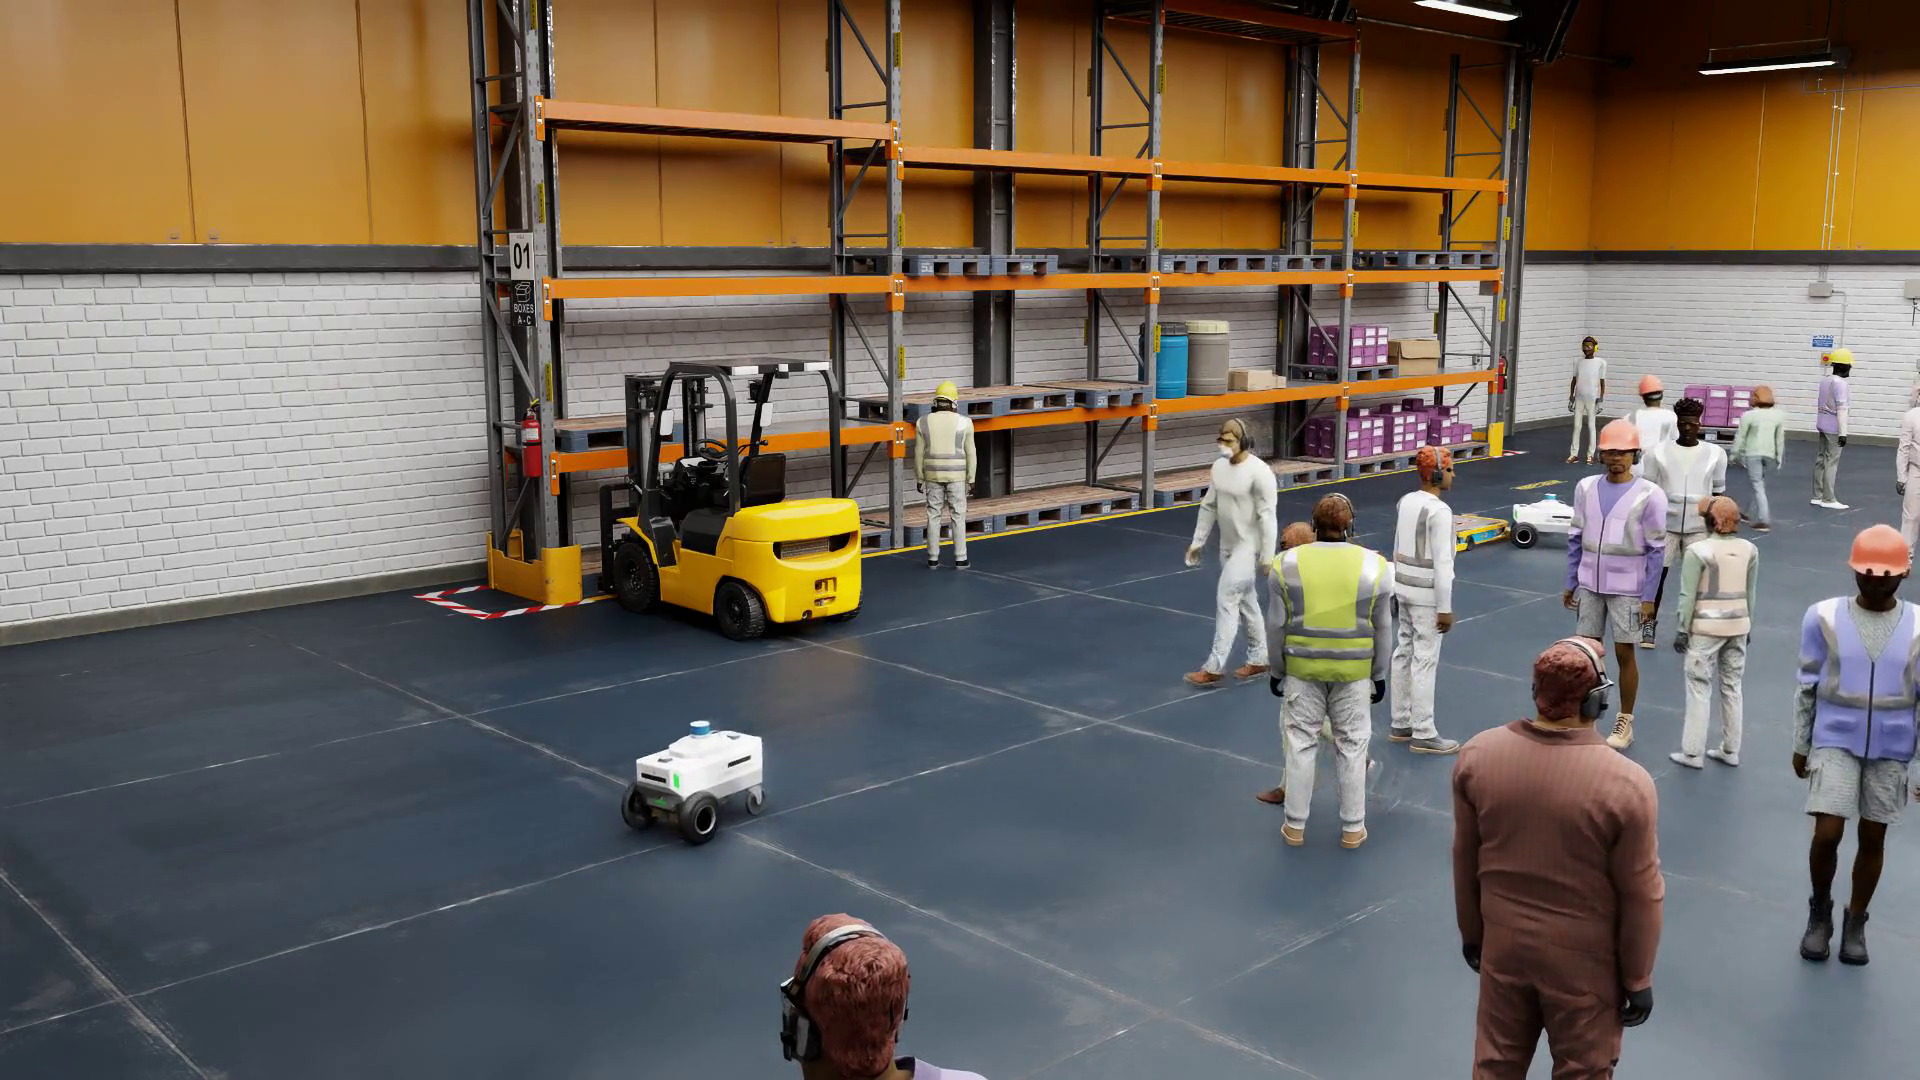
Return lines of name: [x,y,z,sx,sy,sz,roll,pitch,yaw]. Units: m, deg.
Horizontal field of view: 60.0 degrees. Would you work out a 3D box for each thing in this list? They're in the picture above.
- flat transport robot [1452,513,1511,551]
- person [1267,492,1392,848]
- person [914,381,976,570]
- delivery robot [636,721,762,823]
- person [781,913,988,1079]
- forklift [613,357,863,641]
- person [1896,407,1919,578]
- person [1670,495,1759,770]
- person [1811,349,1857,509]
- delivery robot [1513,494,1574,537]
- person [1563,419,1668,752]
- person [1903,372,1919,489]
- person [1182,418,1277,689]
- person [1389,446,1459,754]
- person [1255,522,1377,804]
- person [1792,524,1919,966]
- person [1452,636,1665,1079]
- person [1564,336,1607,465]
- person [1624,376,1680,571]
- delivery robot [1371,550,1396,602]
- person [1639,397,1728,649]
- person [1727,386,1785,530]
flat transport robot: [5.271,-0.090,17.579,1.431,0.197,0.652,-9,13,-44]
person: [1.886,0.671,8.534,0.626,1.844,0.429,2,10,12]
person: [-0.136,-0.620,16.121,0.600,1.829,0.404,1,10,8]
delivery robot: [-1.381,1.209,8.868,0.477,0.478,0.707,7,12,35]
person: [-0.197,1.589,2.967,0.649,1.907,0.409,-8,13,-40]
forklift: [-1.847,-0.414,13.852,1.214,2.155,2.313,-9,13,-42]
person: [9.144,-0.571,15.611,0.639,1.910,0.407,4,10,22]
person: [4.492,0.550,9.890,0.518,1.621,0.334,-3,10,-18]
person: [10.549,-1.343,20.072,0.371,1.927,0.588,1,10,4]
delivery robot: [6.143,-0.239,17.346,0.707,0.478,0.477,3,10,19]
person: [3.997,0.279,10.237,0.389,2.043,0.621,-8,12,-38]
person: [12.561,-1.548,21.564,0.579,1.830,0.652,-2,10,-12]
person: [1.863,0.093,11.742,0.908,1.896,0.628,-4,10,-21]
person: [2.858,0.361,10.227,0.362,1.883,0.575,-2,10,-11]
person: [1.947,0.691,9.058,0.571,1.612,0.527,4,10,21]
person: [3.839,0.886,7.050,0.555,1.921,0.497,4,11,23]
person: [1.816,1.231,5.066,0.641,1.908,0.407,10,14,44]
person: [9.143,-2.037,24.303,0.507,1.872,0.329,7,12,37]
person: [6.772,-0.659,16.254,0.573,1.870,1.048,9,13,43]
delivery robot: [3.465,0.331,14.012,0.477,0.478,0.707,7,12,36]
person: [5.550,-0.121,12.806,0.609,1.964,0.367,3,10,17]
person: [8.899,-0.931,18.625,0.518,1.586,0.847,-1,10,-6]
